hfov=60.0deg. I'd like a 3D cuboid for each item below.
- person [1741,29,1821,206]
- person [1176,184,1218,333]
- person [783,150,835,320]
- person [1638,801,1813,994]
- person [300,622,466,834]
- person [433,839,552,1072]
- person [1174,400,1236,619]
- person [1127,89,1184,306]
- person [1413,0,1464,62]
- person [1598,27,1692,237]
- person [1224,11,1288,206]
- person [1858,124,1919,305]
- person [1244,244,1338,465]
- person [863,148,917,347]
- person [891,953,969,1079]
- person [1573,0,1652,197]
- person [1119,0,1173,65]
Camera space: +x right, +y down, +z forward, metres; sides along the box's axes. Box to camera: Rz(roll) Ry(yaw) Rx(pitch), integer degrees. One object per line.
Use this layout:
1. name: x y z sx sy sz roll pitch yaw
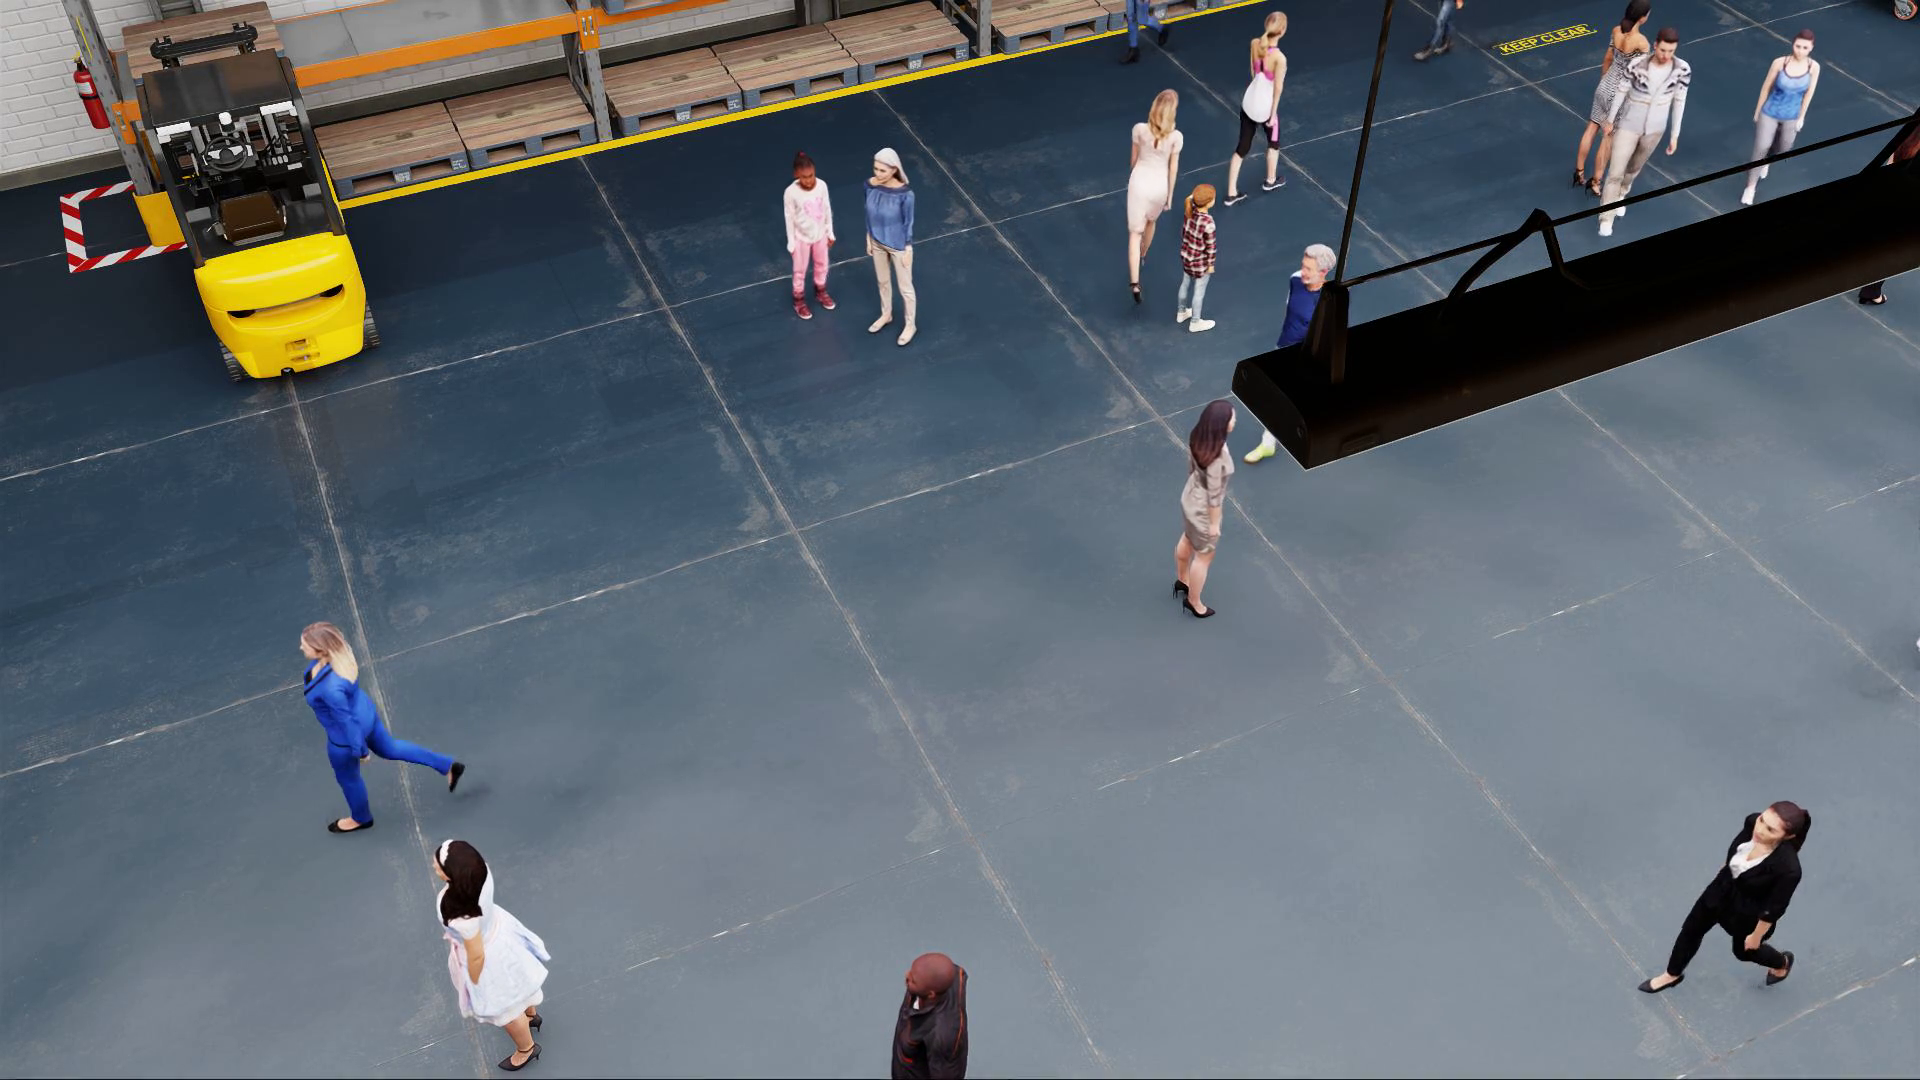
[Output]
1. person: 7.201 -3.743 14.604 0.862 1.596 0.917 13 45 14
2. person: 1.888 -2.263 13.261 0.530 1.305 0.537 -21 47 -21
3. person: -1.216 -2.488 13.396 0.463 1.445 0.623 -20 47 -20
4. person: 4.155 1.898 8.657 1.107 1.632 0.780 -8 44 -8
5. person: -3.372 1.045 9.518 1.132 1.678 0.783 -9 44 -9
6. person: -2.354 2.077 8.334 0.851 1.819 0.815 -2 44 -2
7. person: 1.569 -0.210 10.788 0.582 1.745 0.643 -8 44 -8
8. person: 1.496 -2.729 13.404 1.092 1.783 1.036 5 44 6
9. person: 4.927 -5.454 16.616 0.755 1.298 0.546 -16 46 -16
10. person: 5.846 -3.590 14.279 1.177 1.822 1.135 5 44 5
11. person: 2.534 -3.702 14.444 0.995 1.758 0.774 -32 52 -29
12. person: 7.566 -2.687 13.445 0.565 1.666 0.618 -10 45 -11
13. person: 2.519 -1.359 11.945 1.179 1.813 0.801 -28 50 -26
14. person: -0.534 -2.322 13.038 0.710 1.698 0.735 23 48 23
15. person: -0.112 2.495 7.890 0.746 1.825 0.785 -3 44 -3
16. person: 5.724 -3.881 14.586 0.512 1.822 0.584 -18 47 -18
17. person: 1.850 -5.495 16.434 0.836 1.609 0.656 -22 48 -21
